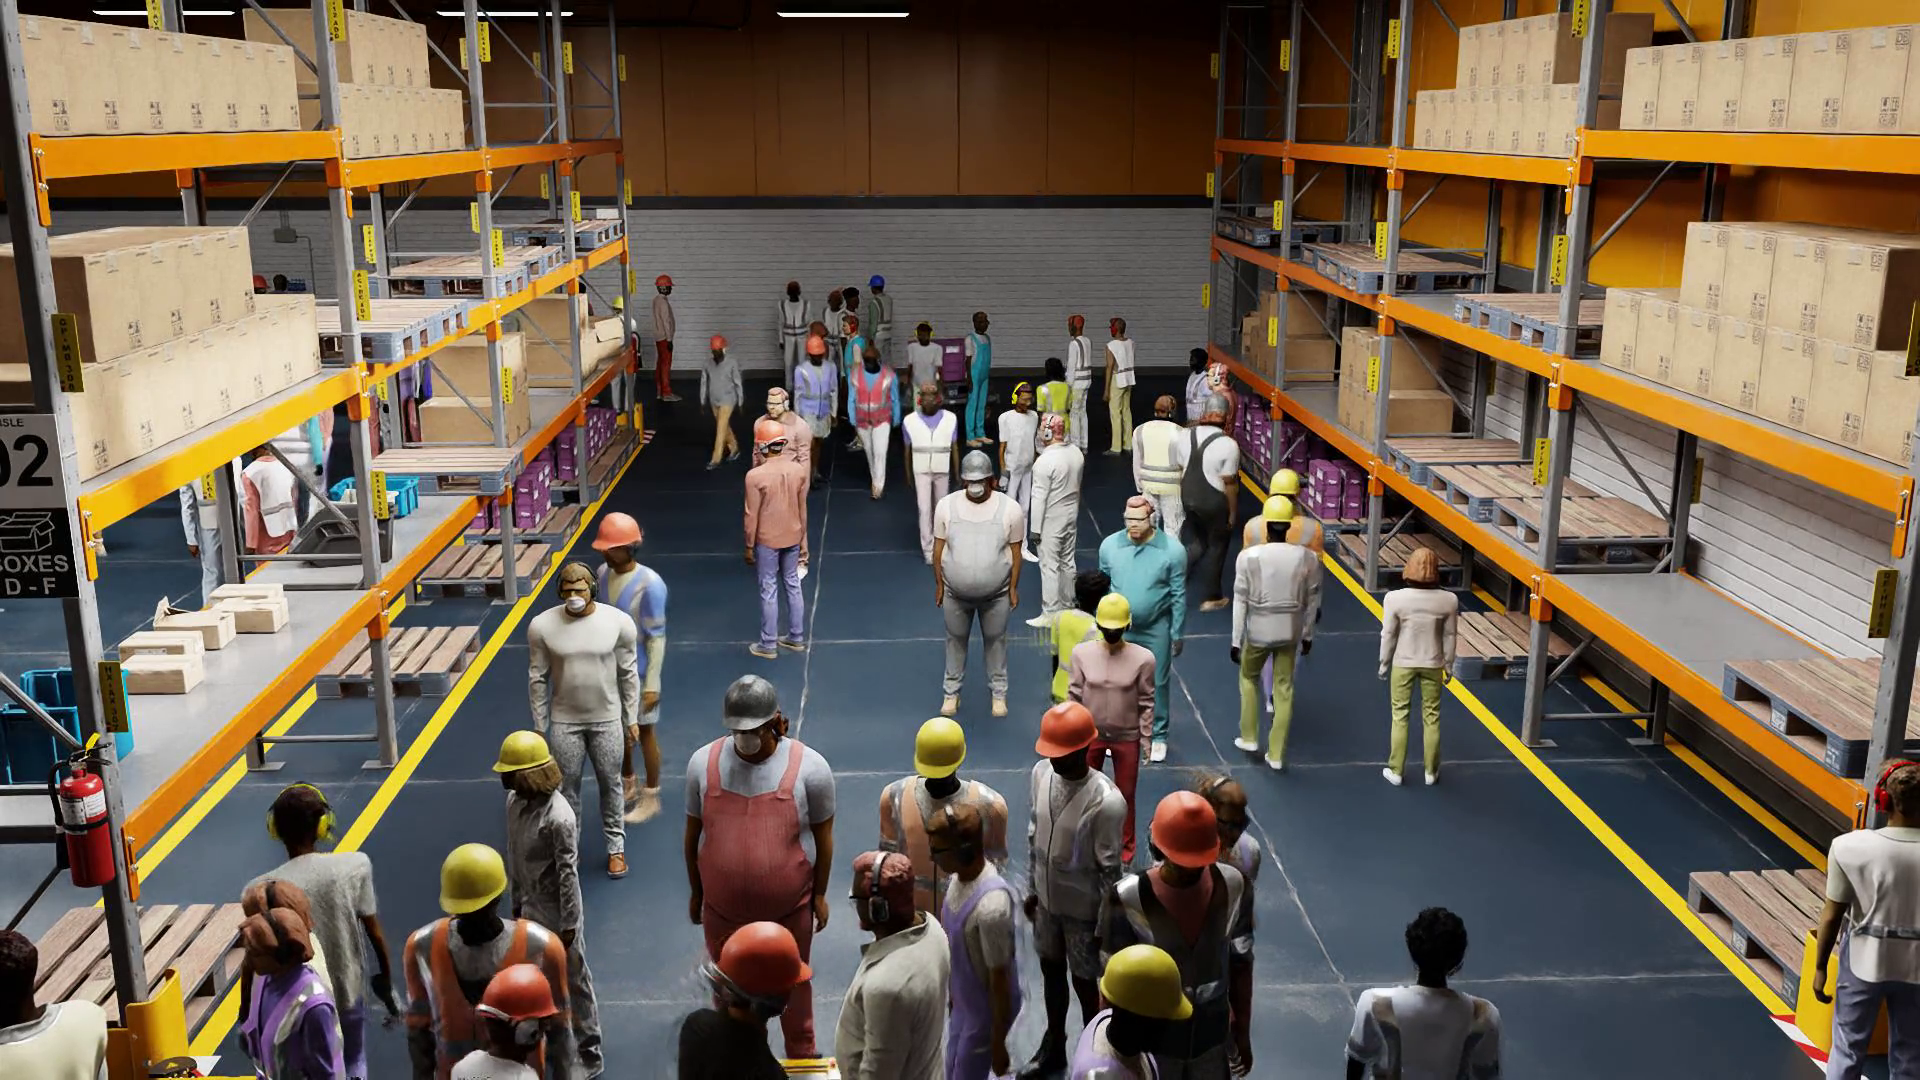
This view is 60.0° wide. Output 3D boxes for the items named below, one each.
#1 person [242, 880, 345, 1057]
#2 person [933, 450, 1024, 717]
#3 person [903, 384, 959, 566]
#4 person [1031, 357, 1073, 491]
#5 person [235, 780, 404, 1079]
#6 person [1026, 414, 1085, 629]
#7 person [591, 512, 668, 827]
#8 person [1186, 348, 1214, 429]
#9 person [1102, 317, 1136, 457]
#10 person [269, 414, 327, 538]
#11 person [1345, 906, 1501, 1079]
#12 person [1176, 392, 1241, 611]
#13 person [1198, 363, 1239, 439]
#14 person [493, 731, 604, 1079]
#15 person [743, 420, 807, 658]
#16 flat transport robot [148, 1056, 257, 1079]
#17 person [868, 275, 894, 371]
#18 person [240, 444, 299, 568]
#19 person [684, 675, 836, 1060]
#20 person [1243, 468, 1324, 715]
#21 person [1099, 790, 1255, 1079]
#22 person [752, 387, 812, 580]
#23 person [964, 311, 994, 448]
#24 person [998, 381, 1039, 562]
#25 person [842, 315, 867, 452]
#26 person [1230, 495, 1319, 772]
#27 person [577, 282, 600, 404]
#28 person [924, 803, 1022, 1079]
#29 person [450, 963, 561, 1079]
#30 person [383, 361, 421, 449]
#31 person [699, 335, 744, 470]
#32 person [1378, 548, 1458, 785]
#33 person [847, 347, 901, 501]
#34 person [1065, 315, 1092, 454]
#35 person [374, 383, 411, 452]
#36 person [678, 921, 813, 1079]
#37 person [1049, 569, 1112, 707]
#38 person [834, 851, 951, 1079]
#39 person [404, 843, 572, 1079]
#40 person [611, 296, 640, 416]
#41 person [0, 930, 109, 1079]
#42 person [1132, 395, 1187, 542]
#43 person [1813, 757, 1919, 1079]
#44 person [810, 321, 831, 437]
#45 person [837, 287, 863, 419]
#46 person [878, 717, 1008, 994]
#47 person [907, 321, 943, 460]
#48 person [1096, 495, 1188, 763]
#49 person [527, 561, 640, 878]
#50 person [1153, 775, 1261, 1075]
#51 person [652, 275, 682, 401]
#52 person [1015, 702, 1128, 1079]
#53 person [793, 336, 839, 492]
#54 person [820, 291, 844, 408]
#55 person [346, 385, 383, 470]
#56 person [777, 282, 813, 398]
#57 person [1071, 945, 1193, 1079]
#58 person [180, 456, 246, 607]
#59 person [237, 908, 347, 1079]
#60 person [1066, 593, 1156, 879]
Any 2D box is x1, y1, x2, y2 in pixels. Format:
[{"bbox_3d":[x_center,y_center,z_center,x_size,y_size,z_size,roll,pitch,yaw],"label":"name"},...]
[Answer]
[{"bbox_3d":[-2.530,2.069,6.418,0.313,1.632,0.525,-5,15,-19],"label":"person"},{"bbox_3d":[0.129,0.330,12.422,0.682,2.000,0.537,1,14,4],"label":"person"},{"bbox_3d":[-0.302,-0.704,16.915,0.566,1.831,0.741,-3,15,-10],"label":"person"},{"bbox_3d":[1.055,-1.322,19.637,0.550,1.671,0.642,-9,17,-32],"label":"person"},{"bbox_3d":[-2.603,1.879,6.750,0.648,1.850,0.377,-10,17,-35],"label":"person"},{"bbox_3d":[0.819,-0.169,14.667,0.399,1.902,0.643,11,18,36],"label":"person"},{"bbox_3d":[-2.097,0.814,10.533,0.634,2.040,0.394,11,18,36],"label":"person"},{"bbox_3d":[2.908,-1.480,20.299,0.317,1.652,0.540,-4,15,-15],"label":"person"},{"bbox_3d":[2.129,-2.030,22.106,0.397,1.836,0.564,13,19,41],"label":"person"},{"bbox_3d":[-6.951,-0.842,17.456,0.642,1.826,0.452,1,14,5],"label":"person"},{"bbox_3d":[1.685,2.119,6.169,0.534,1.644,0.872,1,14,3],"label":"person"},{"bbox_3d":[2.298,-0.354,15.107,0.549,2.000,0.700,-11,18,-37],"label":"person"},{"bbox_3d":[2.708,-0.926,17.623,0.409,1.908,0.639,5,15,19],"label":"person"},{"bbox_3d":[-1.925,1.697,7.678,0.488,1.736,0.360,13,20,42],"label":"person"},{"bbox_3d":[-1.545,-0.011,13.881,0.614,1.987,0.408,-14,20,-43],"label":"person"},{"bbox_3d":[-3.318,2.624,6.947,0.652,0.197,1.431,0,14,-1],"label":"flat transport robot"},{"bbox_3d":[-1.297,-3.309,26.897,0.409,1.943,0.614,7,16,26],"label":"person"},{"bbox_3d":[-5.860,-0.049,14.182,0.405,1.909,0.597,4,15,14],"label":"person"},{"bbox_3d":[-0.917,1.583,7.505,0.689,2.000,0.539,1,14,3],"label":"person"},{"bbox_3d":[2.370,0.422,12.312,0.600,1.913,0.616,6,15,21],"label":"person"},{"bbox_3d":[0.831,1.891,6.324,0.613,2.031,0.403,-4,15,-14],"label":"person"},{"bbox_3d":[-1.741,-0.543,16.149,0.641,1.900,0.398,7,16,24],"label":"person"},{"bbox_3d":[0.265,-2.200,22.745,0.344,1.847,0.504,10,18,36],"label":"person"},{"bbox_3d":[0.610,-0.671,16.710,0.518,1.865,0.328,-11,18,-37],"label":"person"},{"bbox_3d":[-1.388,-2.117,22.448,0.393,1.836,0.561,-2,14,-9],"label":"person"},{"bbox_3d":[2.153,0.620,11.543,0.624,1.901,0.704,-1,14,-5],"label":"person"},{"bbox_3d":[-5.869,-3.090,26.125,0.397,1.910,0.587,-5,15,-19],"label":"person"},{"bbox_3d":[0.153,1.898,6.749,0.608,1.806,0.531,-3,15,-12],"label":"person"},{"bbox_3d":[-1.454,2.259,5.487,0.485,1.714,0.620,-12,19,-40],"label":"person"},{"bbox_3d":[-7.119,-1.844,21.175,0.352,1.929,0.594,7,16,25],"label":"person"},{"bbox_3d":[-3.077,-1.805,21.480,0.574,1.710,0.924,7,16,24],"label":"person"},{"bbox_3d":[3.065,0.854,11.176,0.502,1.632,0.279,1,14,5],"label":"person"},{"bbox_3d":[-1.026,-1.413,19.793,0.615,1.789,1.003,3,15,10],"label":"person"},{"bbox_3d":[1.558,-2.051,22.102,0.363,1.878,0.585,7,16,25],"label":"person"},{"bbox_3d":[-7.286,-1.764,21.263,0.487,1.736,0.326,-13,20,-42],"label":"person"},{"bbox_3d":[-0.781,2.175,5.340,0.704,1.961,0.667,-9,17,-33],"label":"person"},{"bbox_3d":[0.853,0.987,10.585,0.745,1.666,0.532,-8,16,-28],"label":"person"},{"bbox_3d":[-0.253,2.027,6.060,0.402,1.896,0.652,3,15,11],"label":"person"},{"bbox_3d":[-1.722,1.998,6.105,0.591,1.925,0.389,0,14,0],"label":"person"},{"bbox_3d":[-5.063,-2.725,24.858,0.623,1.816,0.430,3,15,11],"label":"person"},{"bbox_3d":[-2.992,2.174,5.454,0.394,1.911,0.583,4,15,14],"label":"person"},{"bbox_3d":[1.966,-0.484,16.024,0.624,1.840,0.429,9,17,31],"label":"person"},{"bbox_3d":[3.895,1.817,6.996,0.562,1.835,0.400,3,15,12],"label":"person"},{"bbox_3d":[-1.967,-2.263,23.415,0.289,1.633,0.497,2,14,9],"label":"person"},{"bbox_3d":[-1.628,-2.793,24.829,0.366,1.967,0.603,4,15,14],"label":"person"},{"bbox_3d":[-0.084,1.681,7.364,0.585,1.918,0.379,2,14,8],"label":"person"},{"bbox_3d":[-0.464,-1.980,21.916,0.504,1.837,0.551,1,14,3],"label":"person"},{"bbox_3d":[1.246,0.614,11.603,0.652,1.900,0.397,5,15,20],"label":"person"},{"bbox_3d":[-2.196,1.058,9.769,0.638,1.938,0.357,-2,14,-8],"label":"person"},{"bbox_3d":[1.001,1.814,7.028,0.539,1.826,0.484,-5,15,-20],"label":"person"},{"bbox_3d":[-4.678,-3.207,26.396,0.382,1.993,0.622,-7,16,-24],"label":"person"},{"bbox_3d":[0.488,1.636,7.537,0.388,1.925,0.550,-12,19,-39],"label":"person"},{"bbox_3d":[-1.768,-1.558,20.182,0.553,1.885,0.713,-8,16,-28],"label":"person"},{"bbox_3d":[-1.927,-2.951,25.760,0.579,1.814,0.994,4,15,15],"label":"person"},{"bbox_3d":[-7.566,-1.870,21.175,0.616,1.986,0.407,3,15,13],"label":"person"},{"bbox_3d":[-2.632,-3.182,26.573,0.590,1.847,0.870,0,14,1],"label":"person"},{"bbox_3d":[0.530,2.185,5.404,0.400,1.913,0.592,2,14,8],"label":"person"},{"bbox_3d":[-6.403,-0.088,14.341,0.409,1.907,0.598,9,17,31],"label":"person"},{"bbox_3d":[-2.454,2.123,6.205,0.524,1.631,0.319,13,19,42],"label":"person"},{"bbox_3d":[0.874,1.155,9.734,0.522,1.768,0.314,3,15,10],"label":"person"}]
